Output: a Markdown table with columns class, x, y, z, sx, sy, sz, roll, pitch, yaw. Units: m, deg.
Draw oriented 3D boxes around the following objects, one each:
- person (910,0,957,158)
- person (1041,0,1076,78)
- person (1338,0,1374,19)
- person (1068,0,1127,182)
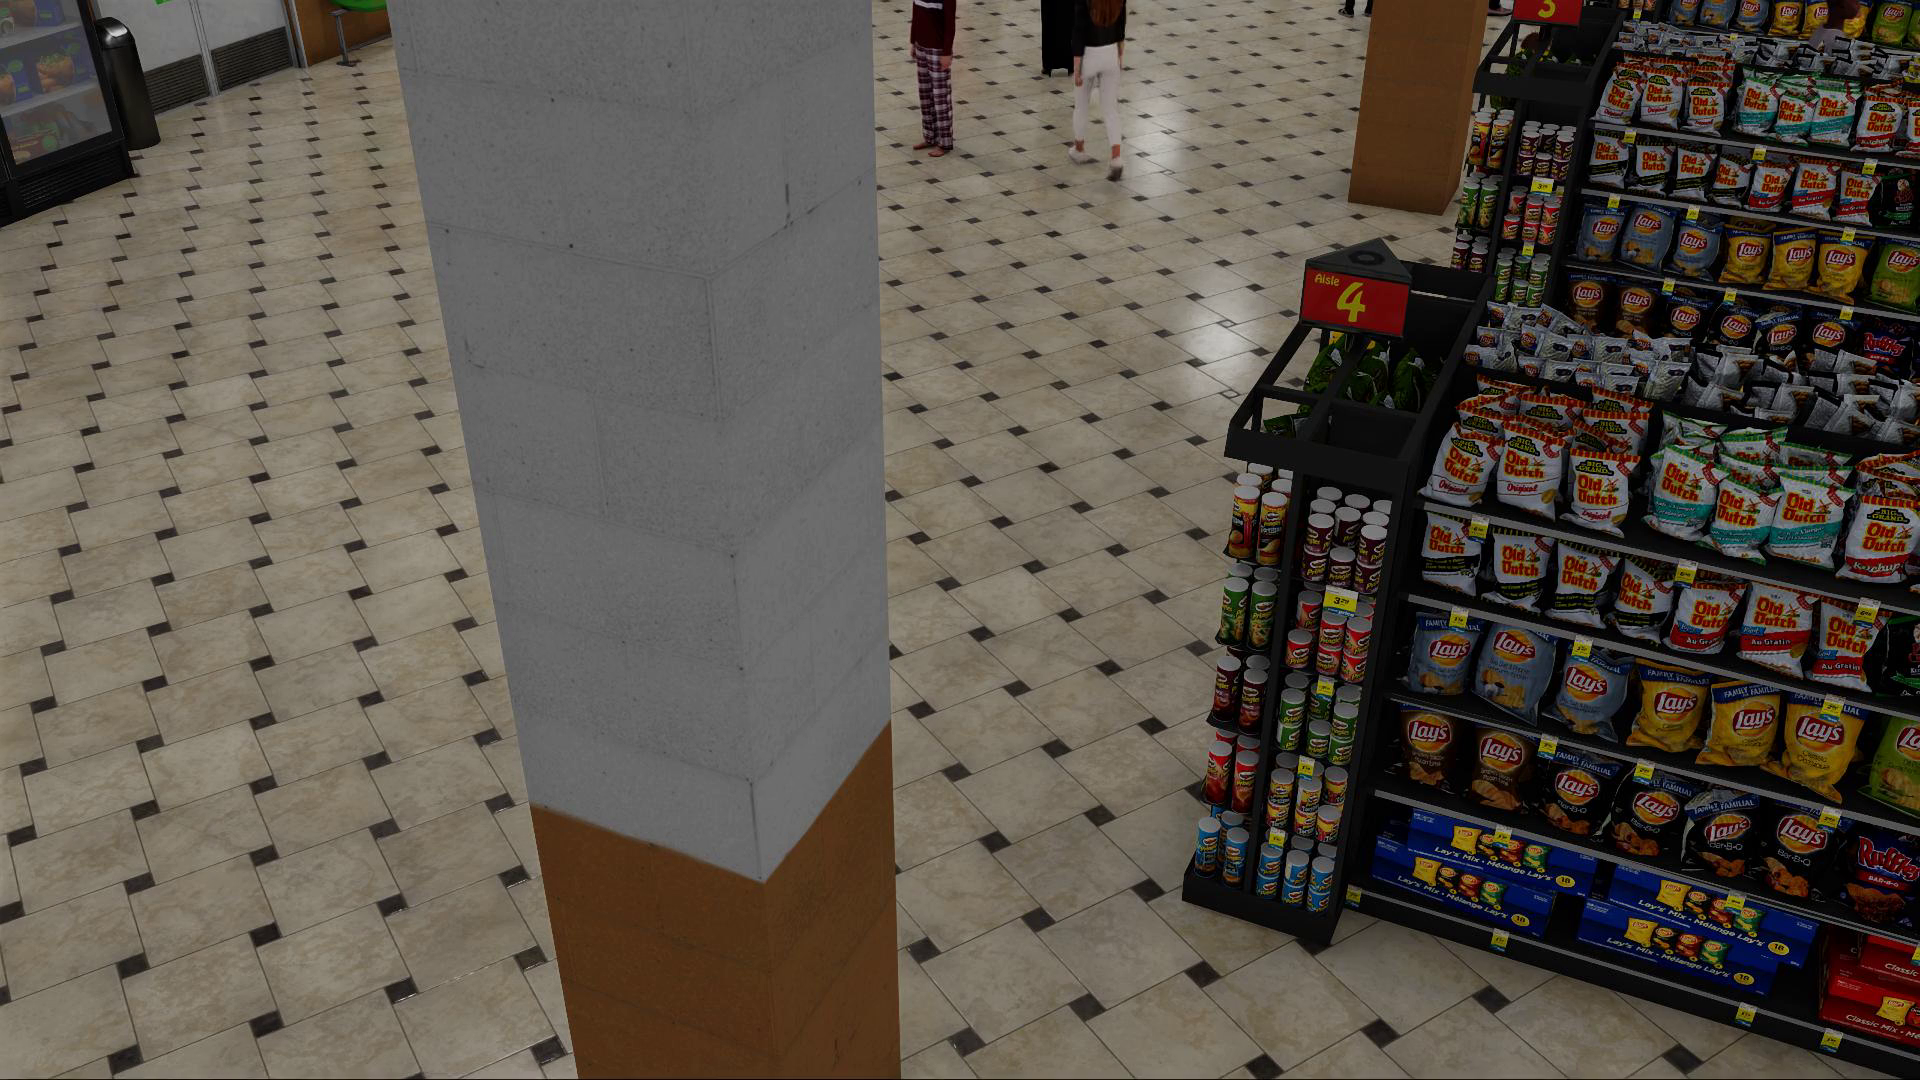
| class | x | y | z | sx | sy | sz | roll | pitch | yaw |
| --- | --- | --- | --- | --- | --- | --- | --- | --- | --- |
| person | -0.201 | -3.831 | 12.847 | 0.745 | 1.696 | 0.608 | -21 | 38 | -30 |
| person | 0.880 | -4.907 | 14.664 | 0.601 | 1.603 | 0.715 | -2 | 32 | -3 |
| person | 4.013 | -6.096 | 16.353 | 0.626 | 1.837 | 0.771 | -1 | 32 | -1 |
| person | 1.063 | -3.510 | 12.353 | 1.098 | 1.673 | 1.083 | -7 | 33 | -11 |
